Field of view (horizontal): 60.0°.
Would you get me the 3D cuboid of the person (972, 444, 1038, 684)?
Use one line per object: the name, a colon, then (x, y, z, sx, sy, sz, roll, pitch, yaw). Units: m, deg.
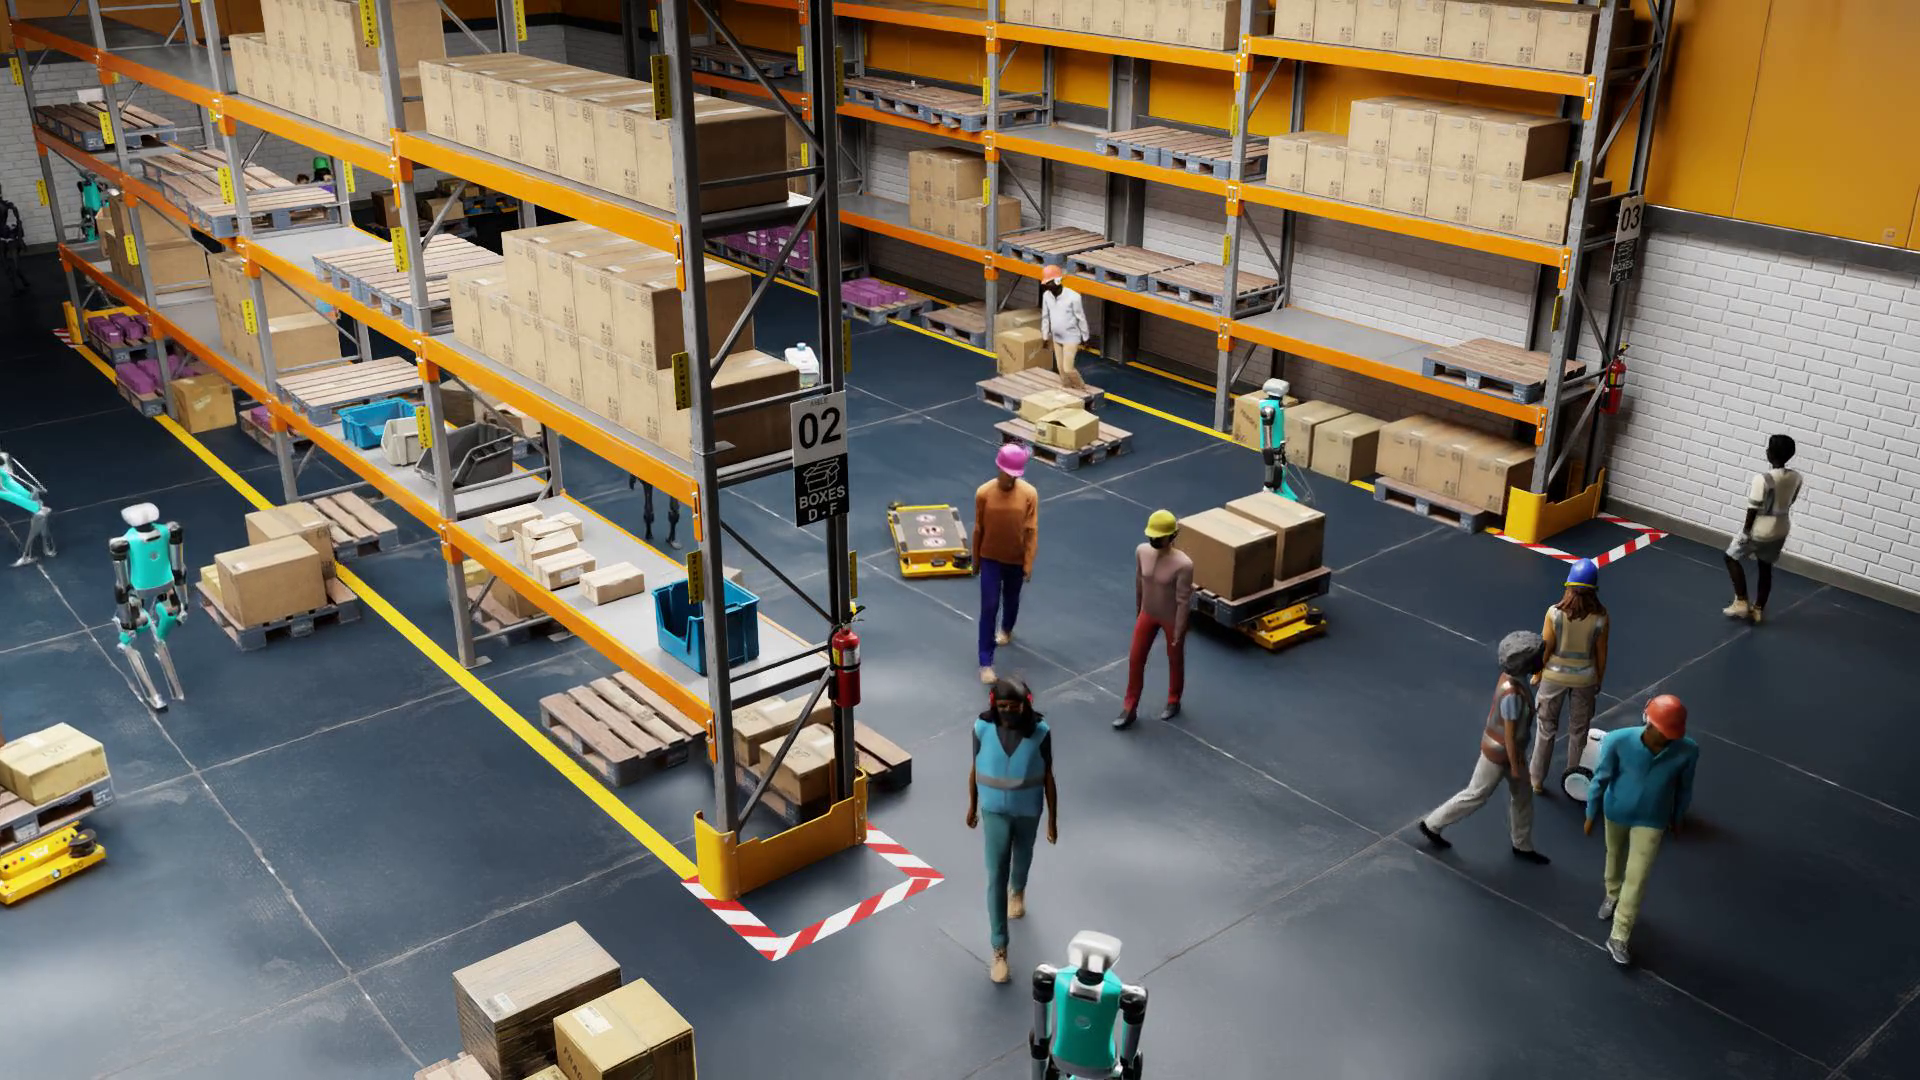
person: (0.361, 0.095, 13.332, 0.527, 1.942, 0.945, 0, 23, 1)

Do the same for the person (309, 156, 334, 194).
person: (-9.258, -4.645, 24.342, 0.619, 1.900, 0.700, -17, 28, -33)

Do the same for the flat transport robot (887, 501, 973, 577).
flat transport robot: (-0.291, -0.023, 15.697, 0.659, 0.231, 1.431, -3, 24, -7)

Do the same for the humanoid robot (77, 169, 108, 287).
humanoid robot: (-12.666, -4.477, 24.157, 0.539, 1.724, 0.989, 10, 25, 22)

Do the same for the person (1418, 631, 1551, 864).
person: (3.475, 1.334, 10.794, 0.803, 1.656, 0.422, 13, 26, 27)

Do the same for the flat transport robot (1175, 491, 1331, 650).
flat transport robot: (2.417, 0.536, 14.403, 0.659, 0.231, 1.431, -16, 28, -33)

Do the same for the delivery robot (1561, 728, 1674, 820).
delivery robot: (4.643, 1.597, 11.576, 0.789, 0.587, 0.499, 19, 30, 37)

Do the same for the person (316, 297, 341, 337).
person: (-7.858, -2.809, 20.303, 0.690, 1.736, 0.569, 7, 24, 16)

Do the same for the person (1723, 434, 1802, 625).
person: (6.784, -0.092, 14.071, 0.546, 1.676, 0.420, -10, 25, -22)

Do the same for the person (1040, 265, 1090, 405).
person: (1.181, -2.339, 19.246, 0.514, 1.703, 0.594, -20, 30, -38)

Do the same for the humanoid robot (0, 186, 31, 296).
humanoid robot: (-13.681, -4.313, 23.848, 0.596, 1.646, 0.368, -1, 23, -2)

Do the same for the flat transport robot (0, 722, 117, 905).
flat transport robot: (-6.405, 1.967, 11.088, 1.431, 0.231, 0.659, 16, 28, 32)

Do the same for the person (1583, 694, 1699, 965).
person: (4.045, 1.670, 9.957, 0.568, 1.697, 0.830, 10, 25, 22)

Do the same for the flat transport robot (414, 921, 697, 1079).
flat transport robot: (-2.079, 3.096, 8.474, 1.431, 0.231, 0.659, -18, 29, -36)

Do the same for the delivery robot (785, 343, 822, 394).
delivery robot: (-1.899, -2.055, 20.066, 0.499, 0.613, 0.797, -5, 24, -11)

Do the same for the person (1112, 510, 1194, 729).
person: (1.454, 0.609, 12.368, 0.531, 1.739, 0.766, 16, 28, 33)

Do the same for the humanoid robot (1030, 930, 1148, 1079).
humanoid robot: (0.643, 2.512, 7.917, 0.545, 1.758, 0.676, 8, 24, 17)

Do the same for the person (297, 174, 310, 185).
person: (-9.673, -4.588, 24.533, 0.462, 1.630, 0.469, -9, 25, -21)

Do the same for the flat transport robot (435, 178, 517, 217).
flat transport robot: (-8.538, -5.804, 29.083, 1.431, 0.231, 0.659, -18, 29, -36)

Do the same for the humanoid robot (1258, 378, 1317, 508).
humanoid robot: (3.018, -0.583, 15.135, 0.700, 1.774, 0.530, 7, 24, 17)

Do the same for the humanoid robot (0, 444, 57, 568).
humanoid robot: (-8.628, -0.578, 15.144, 0.798, 1.781, 0.538, -2, 23, -5)

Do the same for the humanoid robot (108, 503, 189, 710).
humanoid robot: (-6.189, 0.539, 12.632, 0.773, 1.833, 0.542, 18, 29, 35)

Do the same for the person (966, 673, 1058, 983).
person: (0.312, 1.621, 9.942, 0.546, 1.816, 0.969, 1, 23, 2)

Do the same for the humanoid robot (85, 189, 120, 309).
humanoid robot: (-11.768, -3.931, 22.896, 0.895, 1.771, 0.543, -6, 24, -13)

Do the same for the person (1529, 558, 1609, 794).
person: (4.208, 0.958, 11.521, 0.469, 1.778, 0.310, 5, 24, 10)

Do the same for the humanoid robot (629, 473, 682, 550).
humanoid robot: (-2.812, -0.713, 15.515, 0.601, 1.646, 0.400, -10, 25, -21)

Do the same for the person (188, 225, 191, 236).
person: (-11.186, -4.285, 23.646, 0.521, 1.786, 0.862, -19, 30, -37)
